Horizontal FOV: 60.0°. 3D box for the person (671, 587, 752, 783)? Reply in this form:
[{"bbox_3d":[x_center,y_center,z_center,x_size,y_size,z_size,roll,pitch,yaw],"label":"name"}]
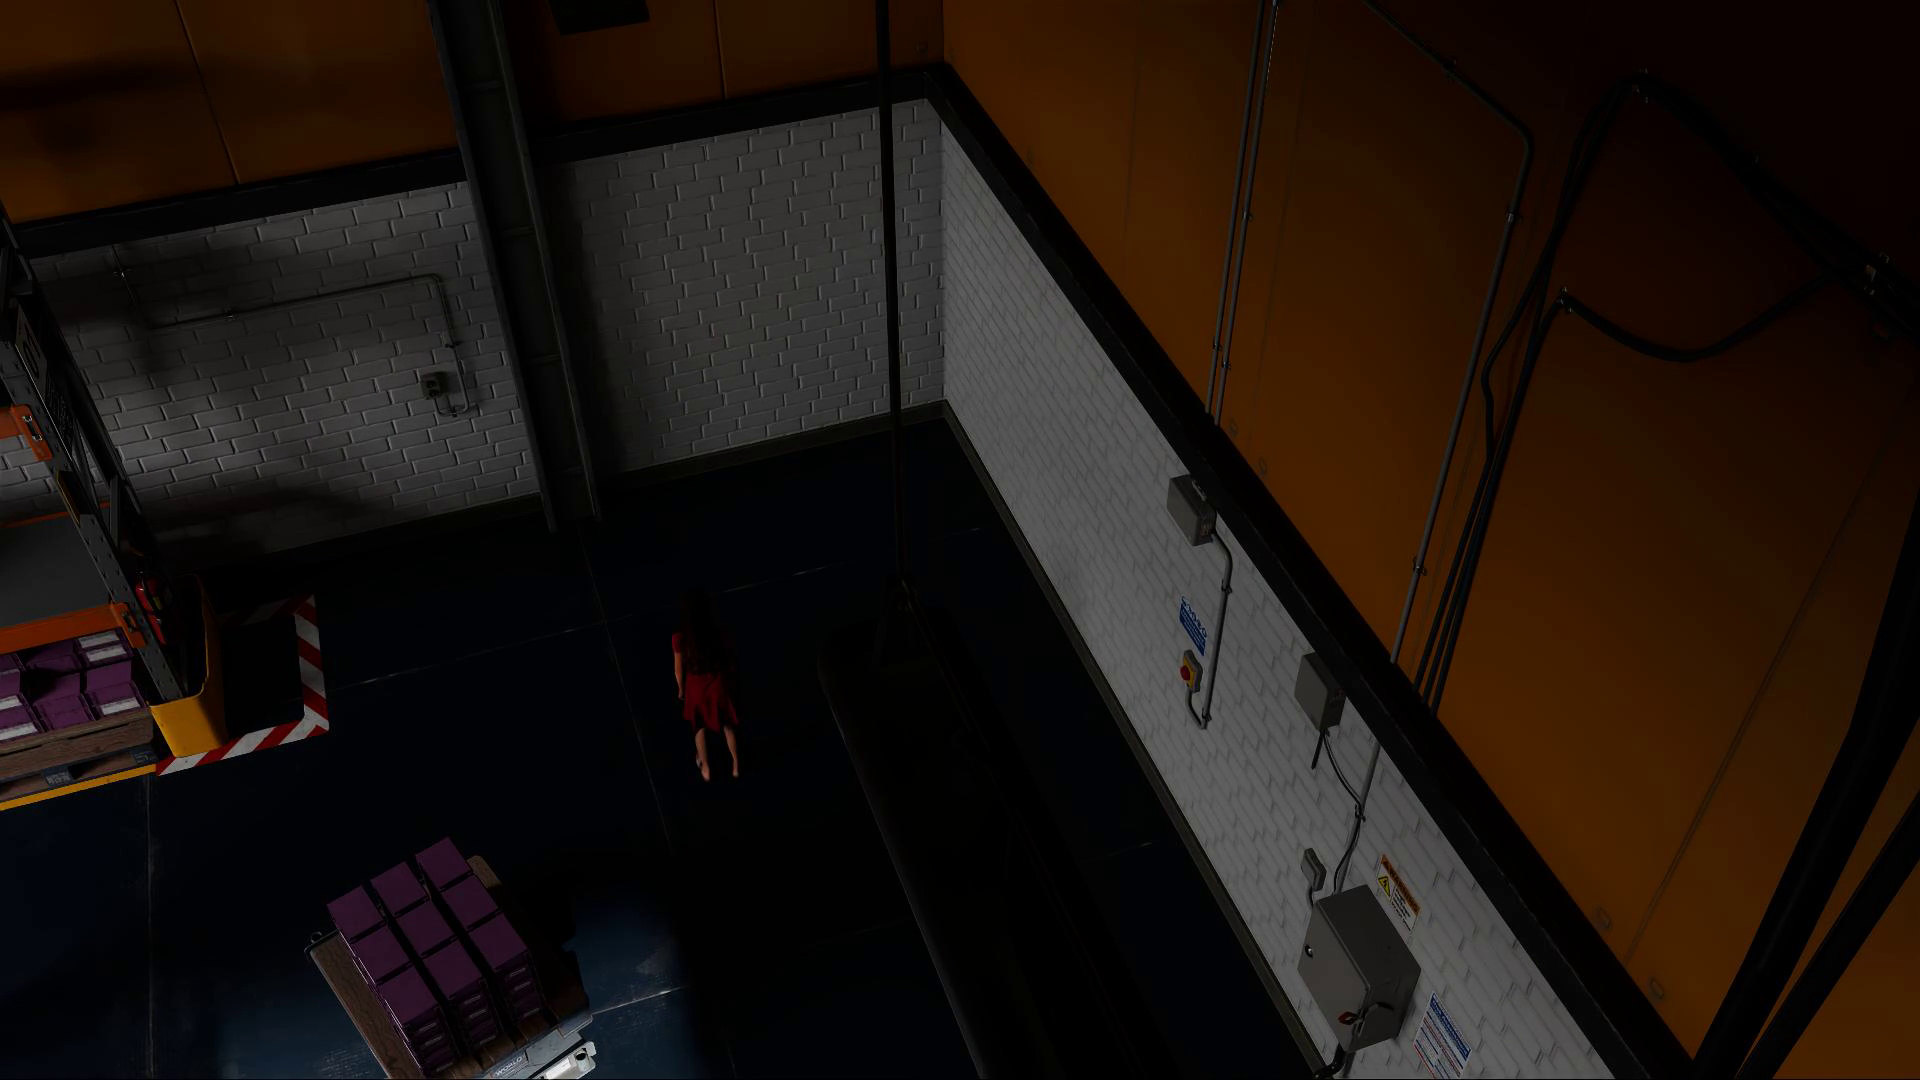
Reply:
[{"bbox_3d":[-1.526,0.887,10.091,0.590,1.552,0.653,-6,44,-7],"label":"person"}]
